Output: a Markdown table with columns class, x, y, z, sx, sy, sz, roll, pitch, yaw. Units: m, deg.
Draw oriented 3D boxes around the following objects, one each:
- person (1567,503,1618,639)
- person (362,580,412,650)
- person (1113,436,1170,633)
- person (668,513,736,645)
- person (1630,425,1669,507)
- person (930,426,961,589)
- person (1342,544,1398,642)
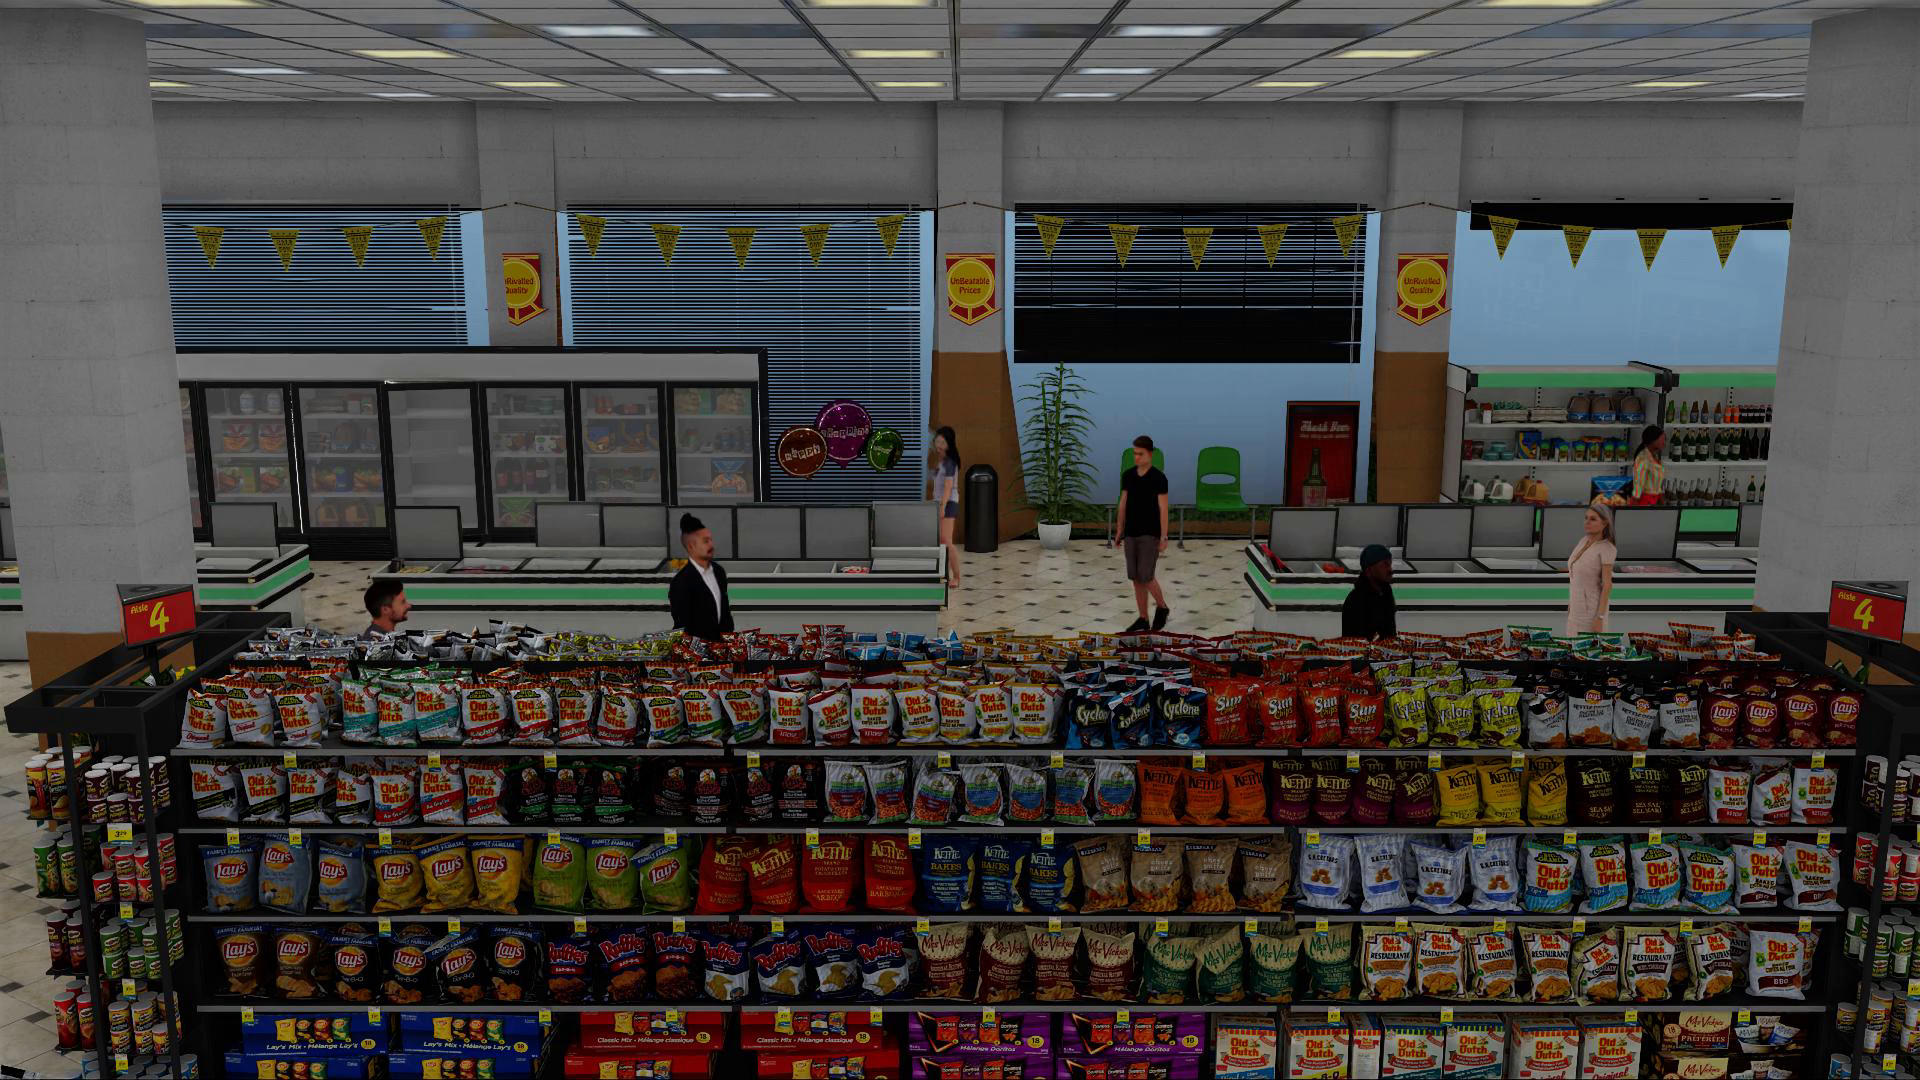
| class | x | y | z | sx | sy | sz | roll | pitch | yaw |
| --- | --- | --- | --- | --- | --- | --- | --- | --- | --- |
| person | 4.784 | 0.572 | 12.653 | 0.600 | 1.736 | 0.637 | -2 | 12 | -11 |
| person | -3.377 | 1.148 | 9.648 | 1.206 | 1.846 | 0.973 | -5 | 13 | -22 |
| person | 1.755 | -0.053 | 15.356 | 0.888 | 1.845 | 0.829 | -12 | 17 | -44 |
| person | -1.826 | 0.781 | 11.263 | 1.328 | 1.900 | 1.018 | 5 | 13 | 22 |
| person | 6.683 | -0.245 | 16.545 | 1.250 | 1.731 | 0.957 | 6 | 13 | 27 |
| person | -0.142 | -0.377 | 17.289 | 0.581 | 1.683 | 0.768 | 1 | 12 | 4 |
| person | 2.605 | 0.901 | 10.909 | 0.930 | 1.811 | 0.872 | 10 | 16 | 41 |
